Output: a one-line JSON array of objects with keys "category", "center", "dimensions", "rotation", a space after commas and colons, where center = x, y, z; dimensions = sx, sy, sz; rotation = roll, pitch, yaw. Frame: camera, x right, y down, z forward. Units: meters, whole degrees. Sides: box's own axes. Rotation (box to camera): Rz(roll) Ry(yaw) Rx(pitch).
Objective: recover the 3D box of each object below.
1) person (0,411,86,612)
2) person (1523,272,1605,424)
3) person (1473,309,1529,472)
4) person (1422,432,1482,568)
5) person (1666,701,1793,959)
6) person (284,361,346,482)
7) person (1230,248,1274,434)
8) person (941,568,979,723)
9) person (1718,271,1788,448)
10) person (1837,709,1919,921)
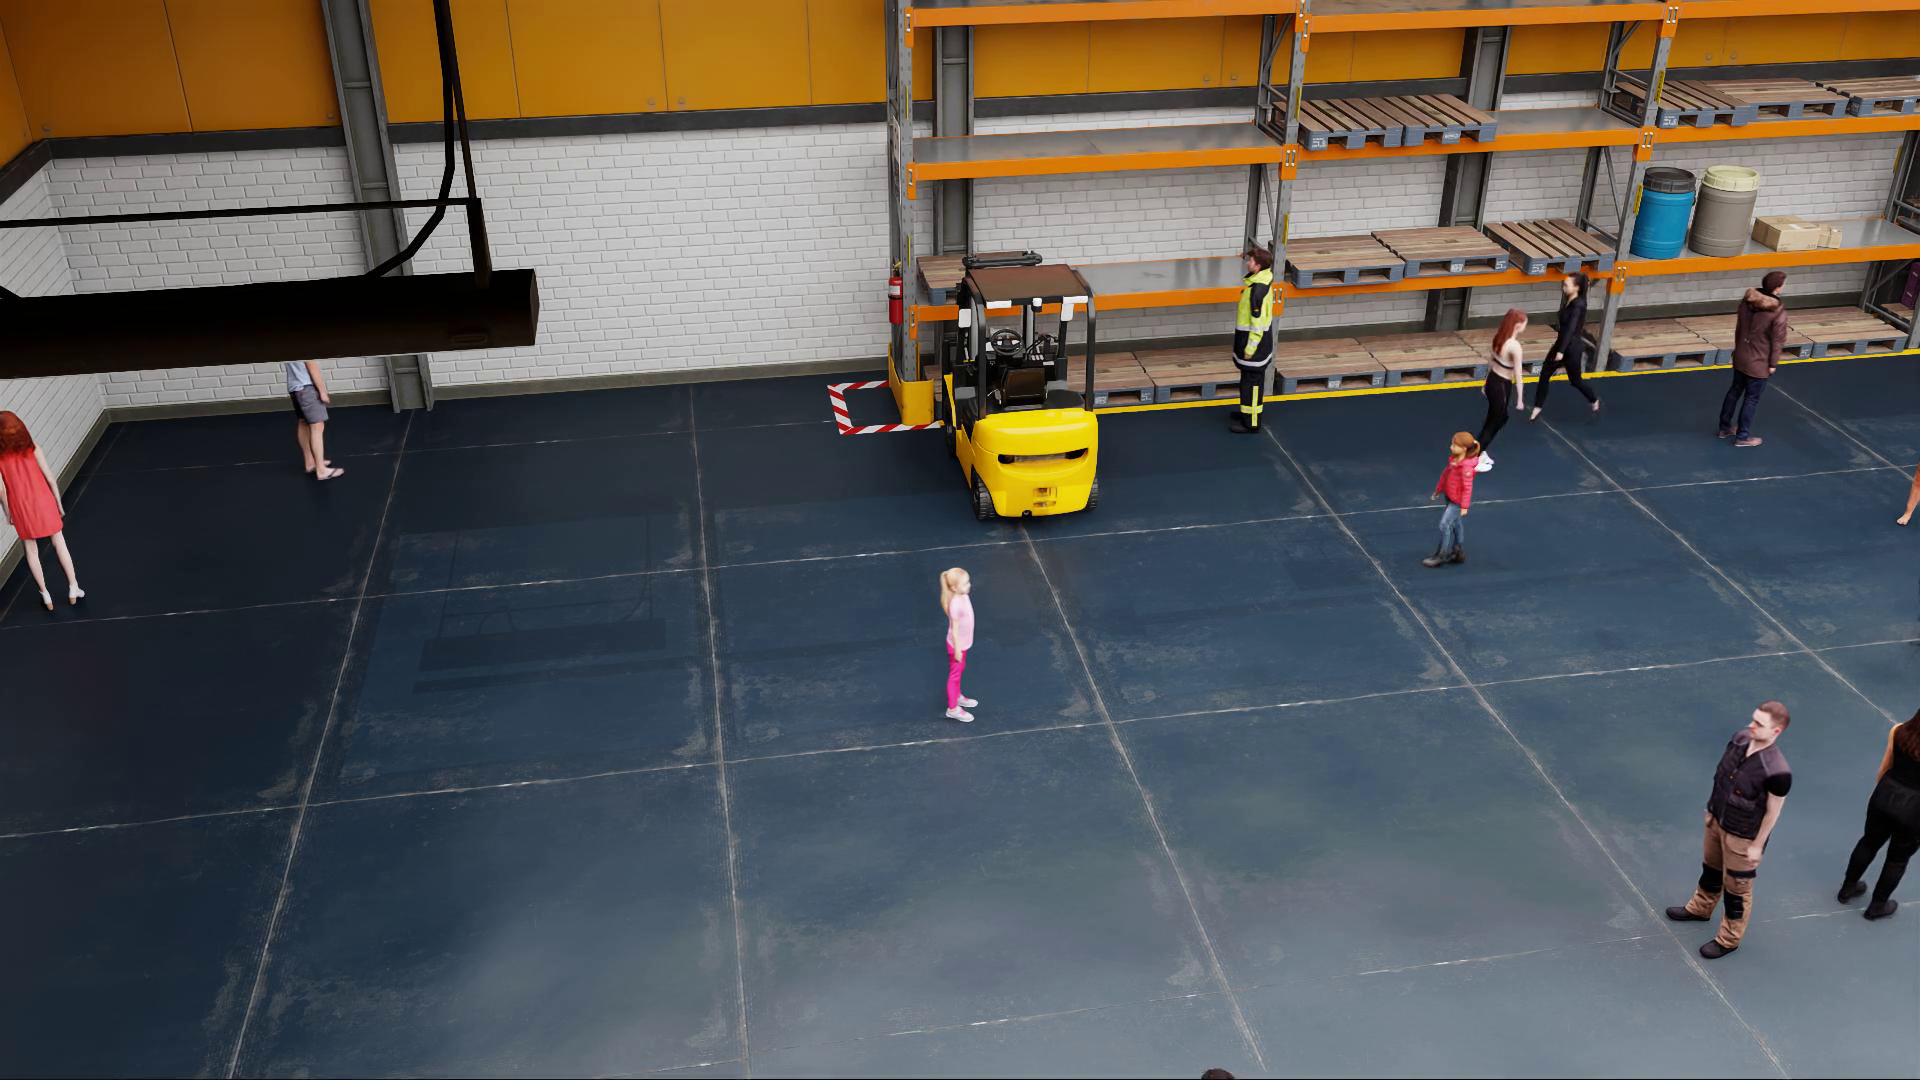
[{"category": "person", "center": [-7.851, -0.251, 14.089], "dimensions": [0.536, 1.828, 0.701], "rotation": [-13, 31, -22]}, {"category": "person", "center": [6.428, -1.966, 17.391], "dimensions": [1.113, 1.675, 0.706], "rotation": [0, 29, -1]}, {"category": "person", "center": [5.210, -1.438, 16.364], "dimensions": [0.602, 1.733, 0.607], "rotation": [-5, 29, -8]}, {"category": "person", "center": [4.491, -0.365, 14.846], "dimensions": [0.675, 1.302, 0.569], "rotation": [0, 29, 1]}, {"category": "person", "center": [4.880, 1.767, 10.374], "dimensions": [0.561, 1.841, 0.672], "rotation": [-4, 29, -8]}, {"category": "person", "center": [-6.449, -1.475, 16.329], "dimensions": [0.735, 1.831, 0.773], "rotation": [23, 36, 35]}, {"category": "person", "center": [3.058, -2.080, 17.280], "dimensions": [0.799, 1.983, 0.856], "rotation": [6, 29, 10]}, {"category": "person", "center": [-0.014, 0.778, 12.784], "dimensions": [0.598, 1.270, 0.561], "rotation": [6, 29, 11]}, {"category": "person", "center": [8.136, -1.871, 17.039], "dimensions": [0.704, 1.847, 0.786], "rotation": [-9, 30, -16]}, {"category": "person", "center": [6.017, 1.711, 10.642], "dimensions": [0.653, 1.684, 0.660], "rotation": [-15, 32, -25]}]
